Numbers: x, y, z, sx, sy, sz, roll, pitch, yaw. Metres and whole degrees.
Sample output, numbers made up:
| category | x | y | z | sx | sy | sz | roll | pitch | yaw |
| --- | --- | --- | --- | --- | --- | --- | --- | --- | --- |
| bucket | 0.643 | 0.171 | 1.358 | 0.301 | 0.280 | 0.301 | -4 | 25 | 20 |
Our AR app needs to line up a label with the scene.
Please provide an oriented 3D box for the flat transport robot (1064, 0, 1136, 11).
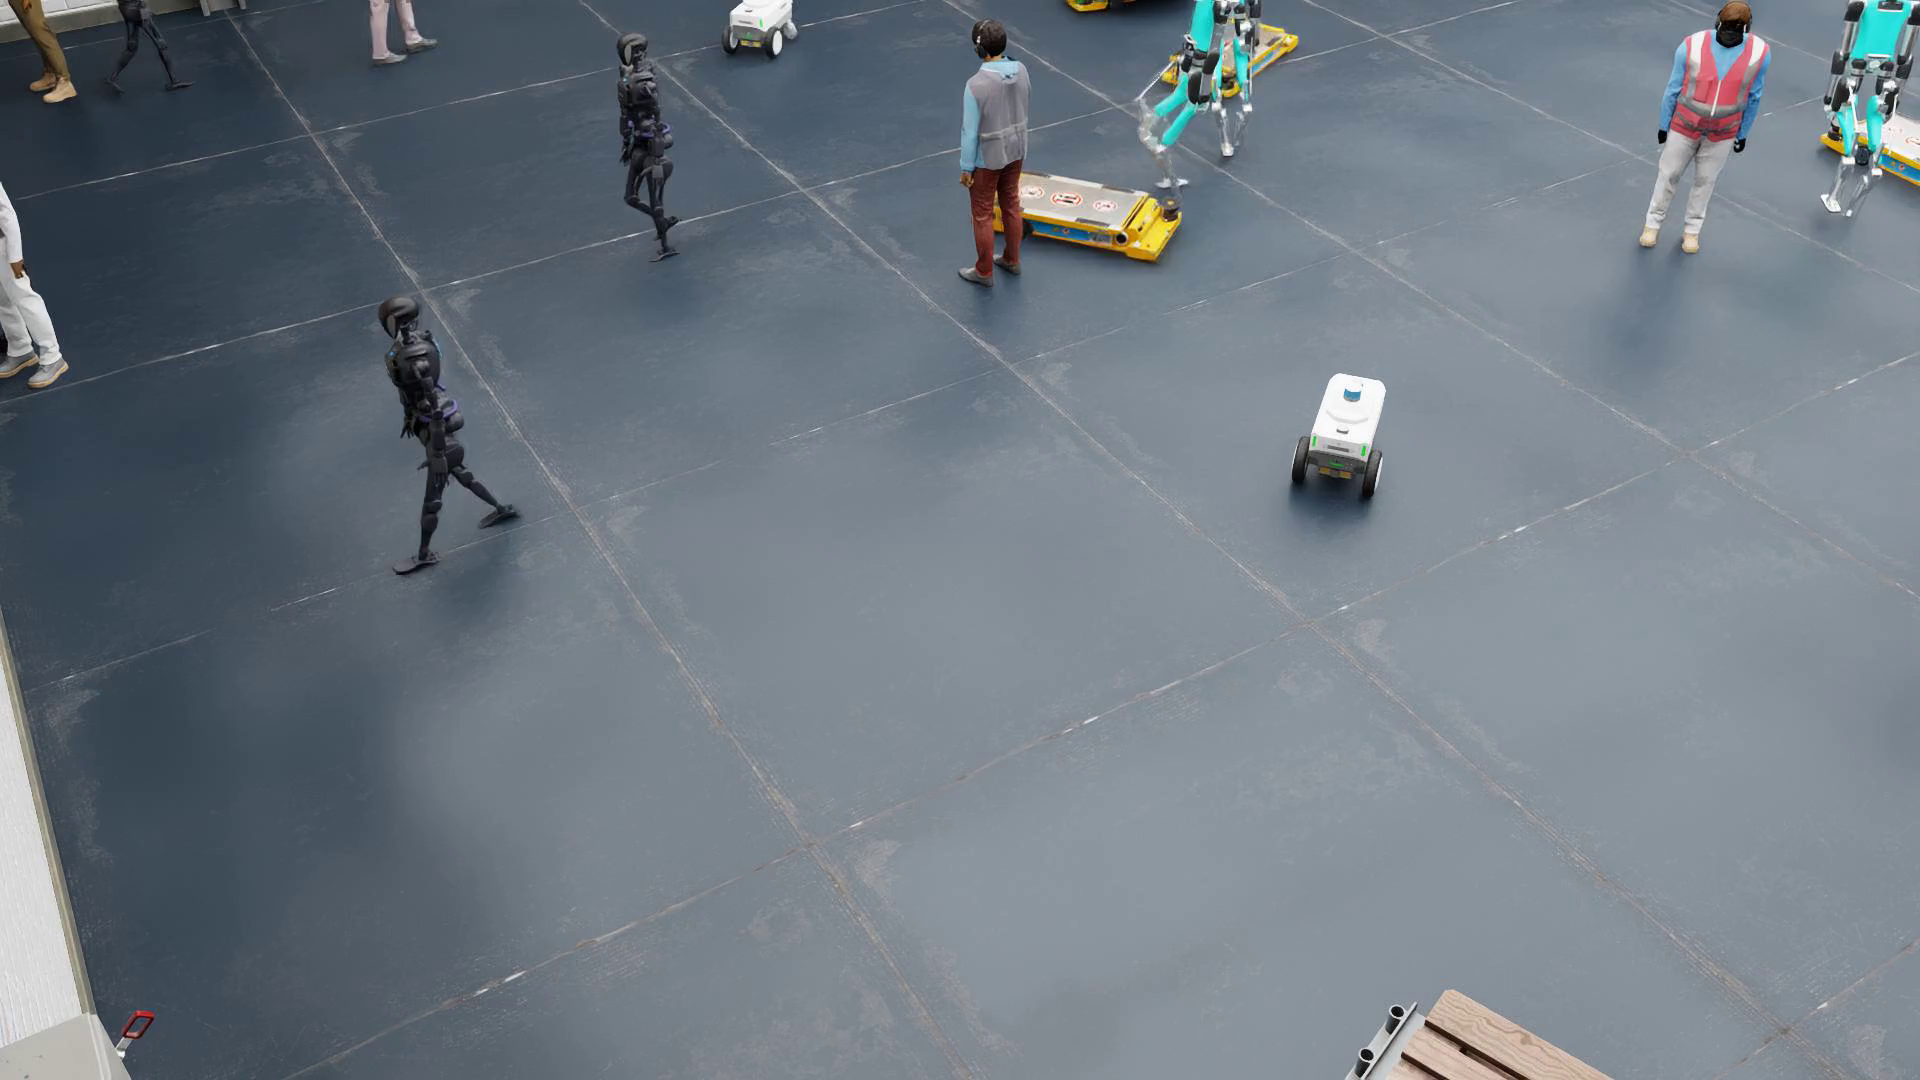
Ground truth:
| category | x | y | z | sx | sy | sz | roll | pitch | yaw |
| --- | --- | --- | --- | --- | --- | --- | --- | --- | --- |
| flat transport robot | 1.644 | -5.401 | 16.107 | 1.431 | 0.231 | 0.659 | -15 | 41 | -18 |

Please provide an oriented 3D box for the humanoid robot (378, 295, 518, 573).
| category | x | y | z | sx | sy | sz | roll | pitch | yaw |
| --- | --- | --- | --- | --- | --- | --- | --- | --- | --- |
| humanoid robot | -2.850 | -0.615 | 8.976 | 0.788 | 1.626 | 0.589 | -23 | 44 | -27 |

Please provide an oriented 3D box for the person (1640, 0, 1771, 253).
| category | x | y | z | sx | sy | sz | roll | pitch | yaw |
| --- | --- | --- | --- | --- | --- | --- | --- | --- | --- |
| person | 5.223 | -2.894 | 11.690 | 0.628 | 1.836 | 0.432 | 12 | 40 | 14 |

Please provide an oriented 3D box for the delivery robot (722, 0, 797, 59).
| category | x | y | z | sx | sy | sz | roll | pitch | yaw |
| --- | --- | --- | --- | --- | --- | --- | --- | --- | --- |
| delivery robot | -1.790 | -4.683 | 14.983 | 0.525 | 0.610 | 0.781 | 11 | 40 | 14 |

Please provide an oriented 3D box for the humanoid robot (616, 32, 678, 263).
| category | x | y | z | sx | sy | sz | roll | pitch | yaw |
| --- | --- | --- | --- | --- | --- | --- | --- | --- | --- |
| humanoid robot | -2.177 | -2.721 | 11.592 | 0.361 | 1.652 | 0.586 | -25 | 45 | -28 |

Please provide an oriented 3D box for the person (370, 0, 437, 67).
| category | x | y | z | sx | sy | sz | roll | pitch | yaw |
| --- | --- | --- | --- | --- | --- | --- | --- | --- | --- |
| person | -4.936 | -5.044 | 14.406 | 0.778 | 1.812 | 0.579 | -25 | 45 | -28 |

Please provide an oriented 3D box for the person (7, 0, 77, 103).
| category | x | y | z | sx | sy | sz | roll | pitch | yaw |
| --- | --- | --- | --- | --- | --- | --- | --- | --- | --- |
| person | -7.782 | -4.543 | 13.817 | 0.364 | 1.766 | 0.531 | -27 | 46 | -30 |

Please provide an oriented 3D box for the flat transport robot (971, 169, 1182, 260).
| category | x | y | z | sx | sy | sz | roll | pitch | yaw |
| --- | --- | --- | --- | --- | --- | --- | --- | --- | --- |
| flat transport robot | 0.866 | -2.421 | 12.347 | 1.431 | 0.231 | 0.659 | 15 | 41 | 18 |

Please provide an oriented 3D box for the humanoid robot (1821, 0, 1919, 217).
| category | x | y | z | sx | sy | sz | roll | pitch | yaw |
| --- | --- | --- | --- | --- | --- | --- | --- | --- | --- |
| humanoid robot | 6.569 | -3.114 | 12.057 | 0.536 | 1.771 | 0.843 | 8 | 39 | 9 |

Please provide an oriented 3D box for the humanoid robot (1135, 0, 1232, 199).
| category | x | y | z | sx | sy | sz | roll | pitch | yaw |
| --- | --- | --- | --- | --- | --- | --- | --- | --- | --- |
| humanoid robot | 1.588 | -3.374 | 12.402 | 0.748 | 1.802 | 0.530 | -6 | 39 | -7 |

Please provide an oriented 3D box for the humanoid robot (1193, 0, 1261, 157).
| category | x | y | z | sx | sy | sz | roll | pitch | yaw |
| --- | --- | --- | --- | --- | --- | --- | --- | --- | --- |
| humanoid robot | 2.081 | -3.777 | 12.920 | 0.572 | 1.823 | 0.776 | -2 | 38 | -3 |

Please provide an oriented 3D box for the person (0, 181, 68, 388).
| category | x | y | z | sx | sy | sz | roll | pitch | yaw |
| --- | --- | --- | --- | --- | --- | --- | --- | --- | --- |
| person | -6.023 | -1.819 | 10.288 | 0.572 | 1.885 | 0.359 | 17 | 41 | 20 |

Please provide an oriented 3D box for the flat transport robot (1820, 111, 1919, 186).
| category | x | y | z | sx | sy | sz | roll | pitch | yaw |
| --- | --- | --- | --- | --- | --- | --- | --- | --- | --- |
| flat transport robot | 7.583 | -2.990 | 13.064 | 0.659 | 0.231 | 1.431 | -18 | 42 | -21 |

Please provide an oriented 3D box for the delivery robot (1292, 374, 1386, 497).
| category | x | y | z | sx | sy | sz | roll | pitch | yaw |
| --- | --- | --- | --- | --- | --- | --- | --- | --- | --- |
| delivery robot | 2.290 | -0.640 | 9.884 | 0.499 | 0.614 | 0.808 | 13 | 40 | 15 |

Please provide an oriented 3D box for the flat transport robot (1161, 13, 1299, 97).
| category | x | y | z | sx | sy | sz | roll | pitch | yaw |
| --- | --- | --- | --- | --- | --- | --- | --- | --- | --- |
| flat transport robot | 2.404 | -4.297 | 14.714 | 0.659 | 0.231 | 1.431 | 22 | 43 | 26 |

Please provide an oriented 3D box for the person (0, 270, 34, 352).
| category | x | y | z | sx | sy | sz | roll | pitch | yaw |
| --- | --- | --- | --- | --- | --- | --- | --- | --- | --- |
| person | -6.344 | -2.098 | 10.599 | 0.373 | 1.934 | 0.545 | 3 | 38 | 3 |

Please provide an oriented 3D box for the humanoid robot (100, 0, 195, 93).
| category | x | y | z | sx | sy | sz | roll | pitch | yaw |
| --- | --- | --- | --- | --- | --- | --- | --- | --- | --- |
| humanoid robot | -7.018 | -4.537 | 13.918 | 0.668 | 1.652 | 0.600 | -21 | 43 | -24 |

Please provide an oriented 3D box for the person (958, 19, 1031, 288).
| category | x | y | z | sx | sy | sz | roll | pitch | yaw |
| --- | --- | --- | --- | --- | --- | --- | --- | --- | --- |
| person | 0.242 | -2.591 | 11.273 | 0.544 | 1.870 | 0.416 | -27 | 46 | -30 |
